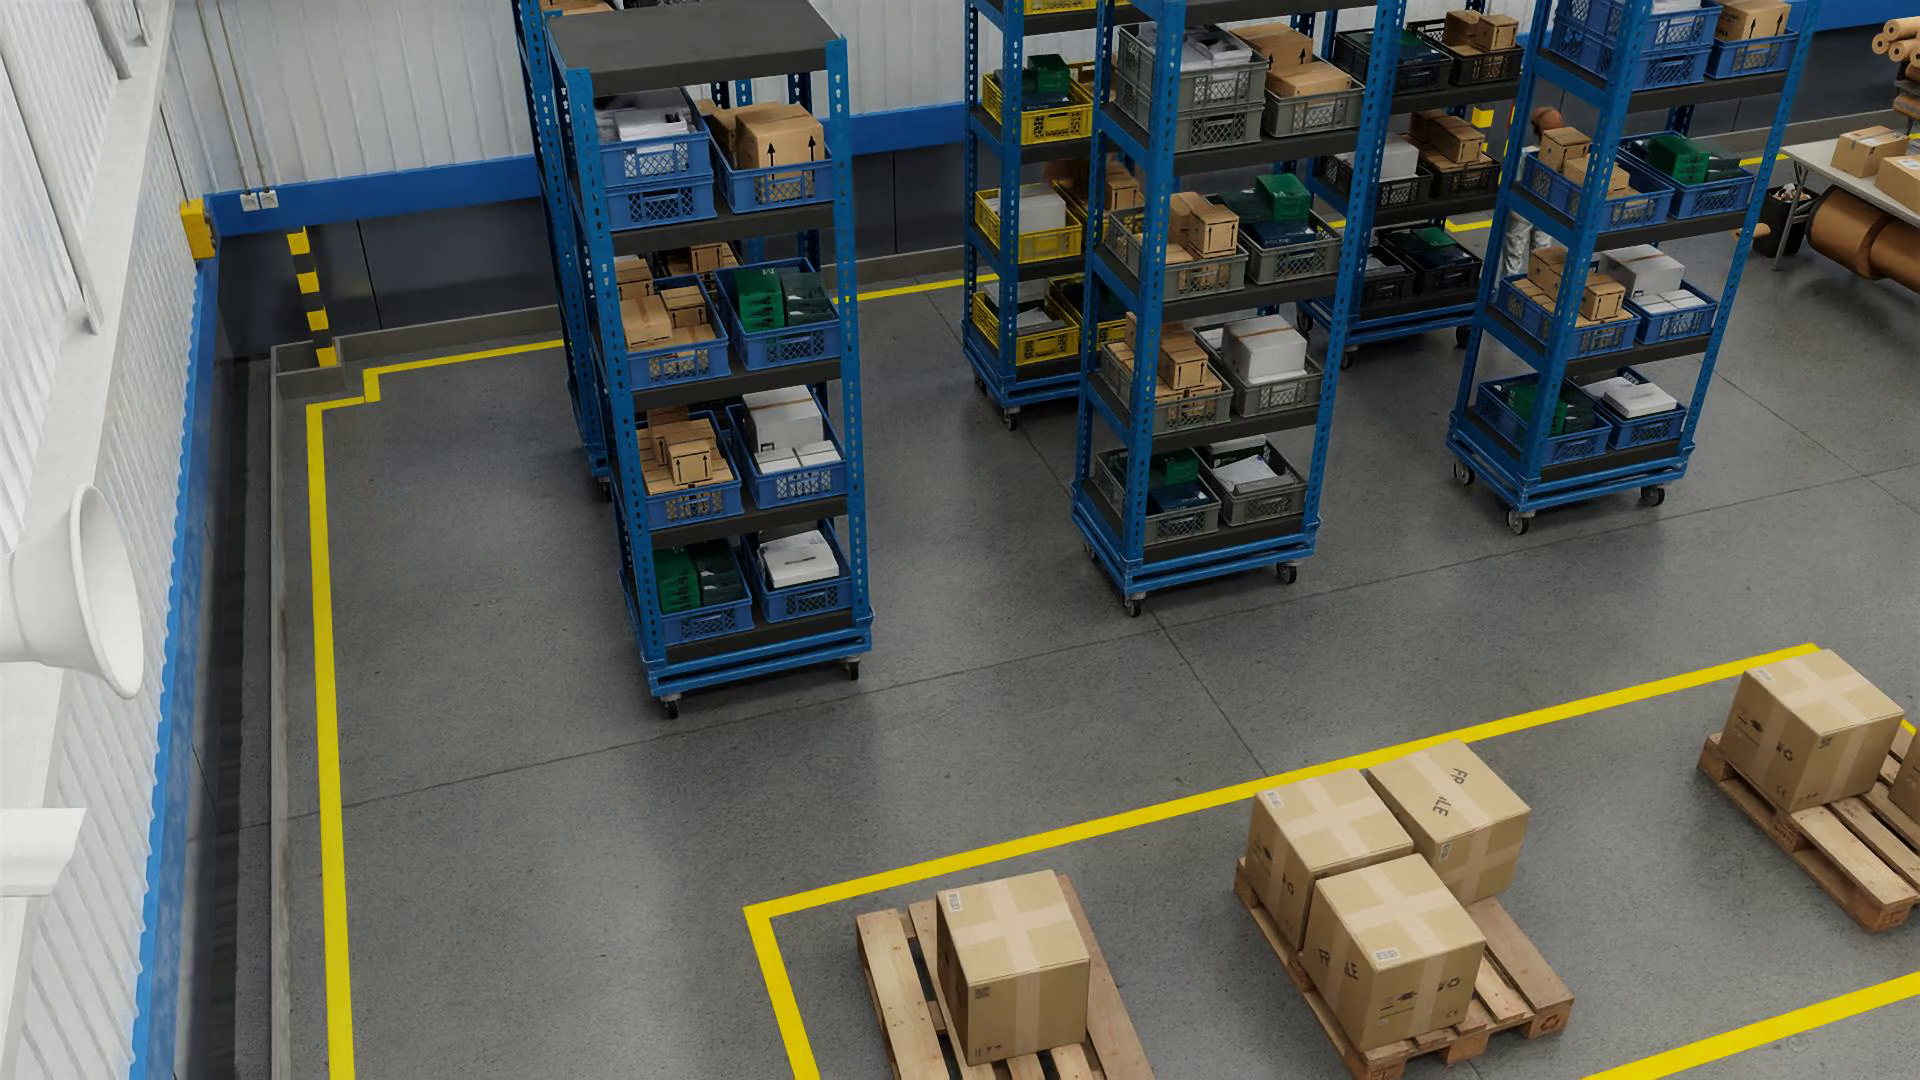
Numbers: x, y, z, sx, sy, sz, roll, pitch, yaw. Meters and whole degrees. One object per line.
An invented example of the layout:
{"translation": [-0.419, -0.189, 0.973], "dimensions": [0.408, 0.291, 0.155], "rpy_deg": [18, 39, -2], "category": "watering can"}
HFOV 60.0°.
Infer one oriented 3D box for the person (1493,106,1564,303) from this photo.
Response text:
{"translation": [4.191, -2.379, 12.222], "dimensions": [0.514, 1.643, 0.307], "rpy_deg": [-8, 36, -11], "category": "person"}
